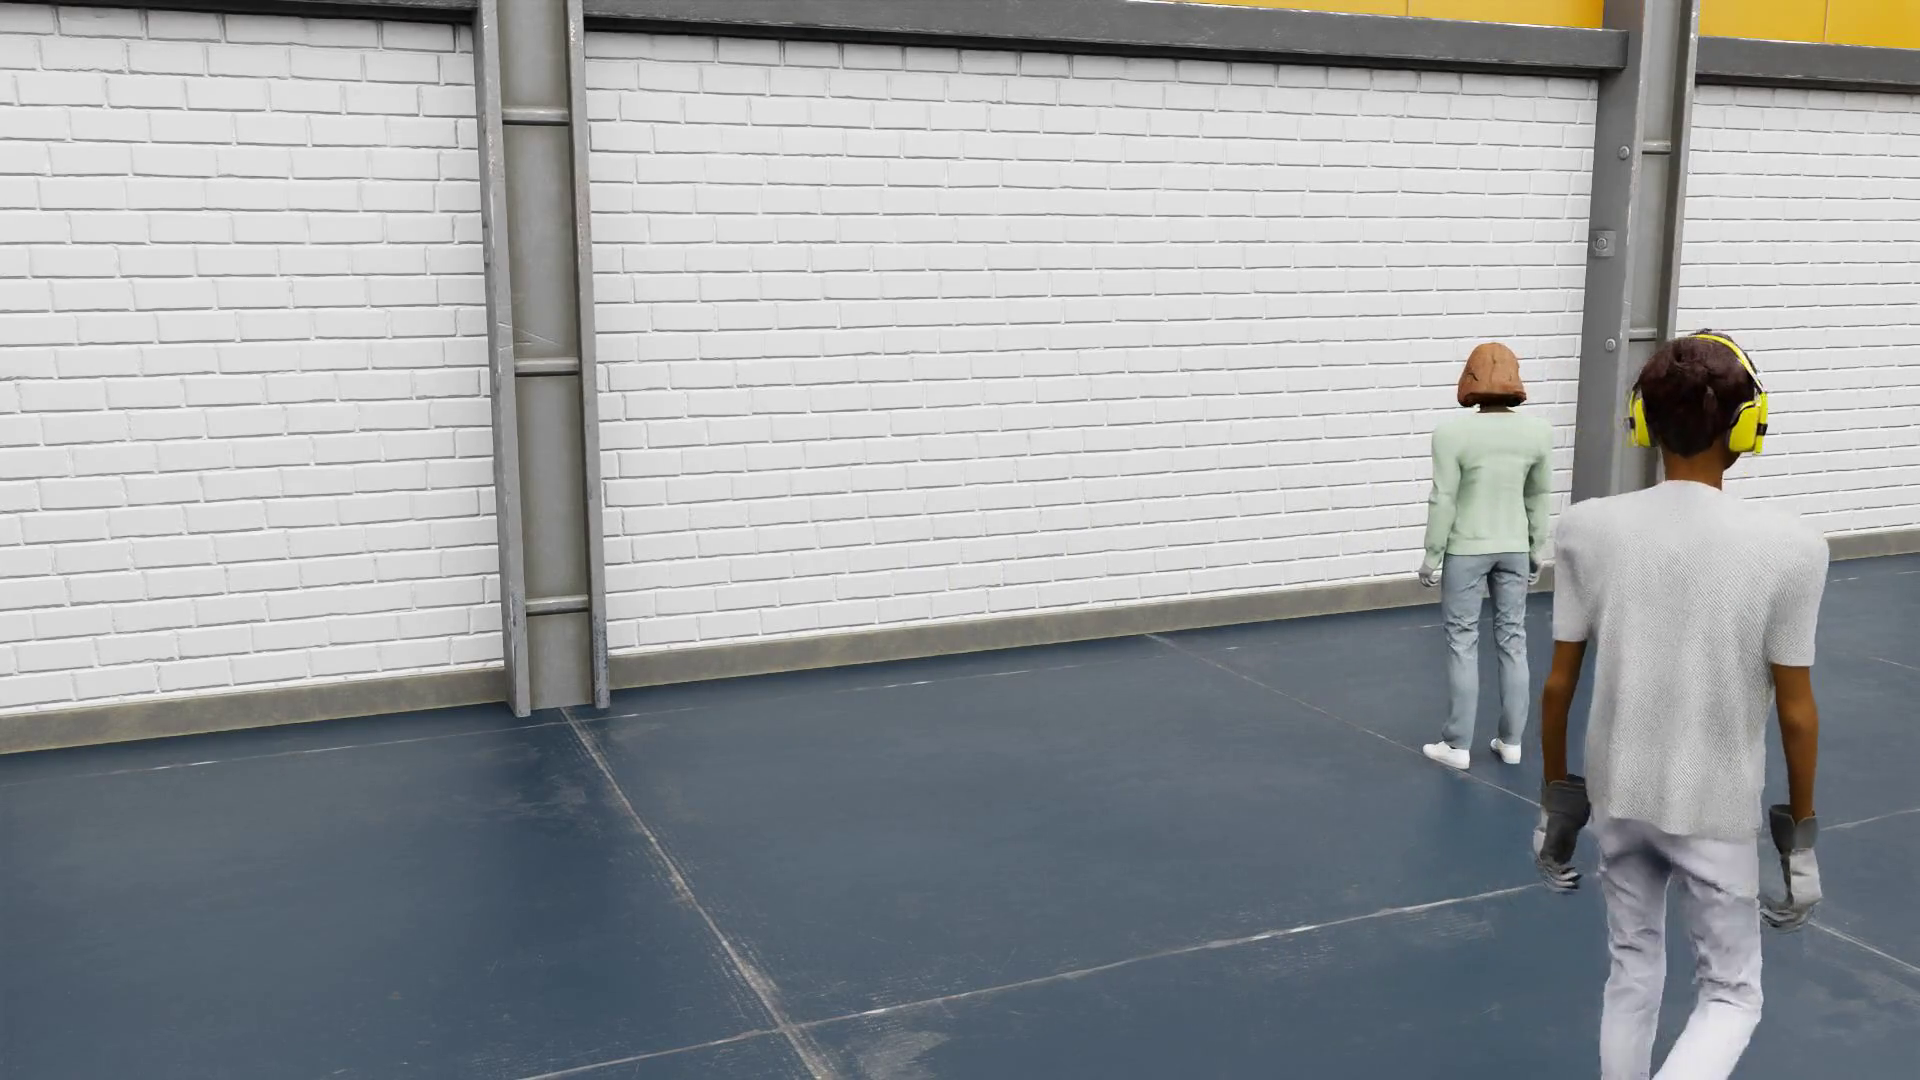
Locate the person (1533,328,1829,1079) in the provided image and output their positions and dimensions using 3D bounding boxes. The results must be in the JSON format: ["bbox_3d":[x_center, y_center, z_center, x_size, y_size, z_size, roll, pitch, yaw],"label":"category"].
[{"bbox_3d":[1.353,0.533,3.179,0.530,1.855,0.610,10,14,42],"label":"person"}]

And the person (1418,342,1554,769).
[{"bbox_3d":[2.008,0.063,6.376,0.508,1.632,0.268,-2,11,-12],"label":"person"}]
